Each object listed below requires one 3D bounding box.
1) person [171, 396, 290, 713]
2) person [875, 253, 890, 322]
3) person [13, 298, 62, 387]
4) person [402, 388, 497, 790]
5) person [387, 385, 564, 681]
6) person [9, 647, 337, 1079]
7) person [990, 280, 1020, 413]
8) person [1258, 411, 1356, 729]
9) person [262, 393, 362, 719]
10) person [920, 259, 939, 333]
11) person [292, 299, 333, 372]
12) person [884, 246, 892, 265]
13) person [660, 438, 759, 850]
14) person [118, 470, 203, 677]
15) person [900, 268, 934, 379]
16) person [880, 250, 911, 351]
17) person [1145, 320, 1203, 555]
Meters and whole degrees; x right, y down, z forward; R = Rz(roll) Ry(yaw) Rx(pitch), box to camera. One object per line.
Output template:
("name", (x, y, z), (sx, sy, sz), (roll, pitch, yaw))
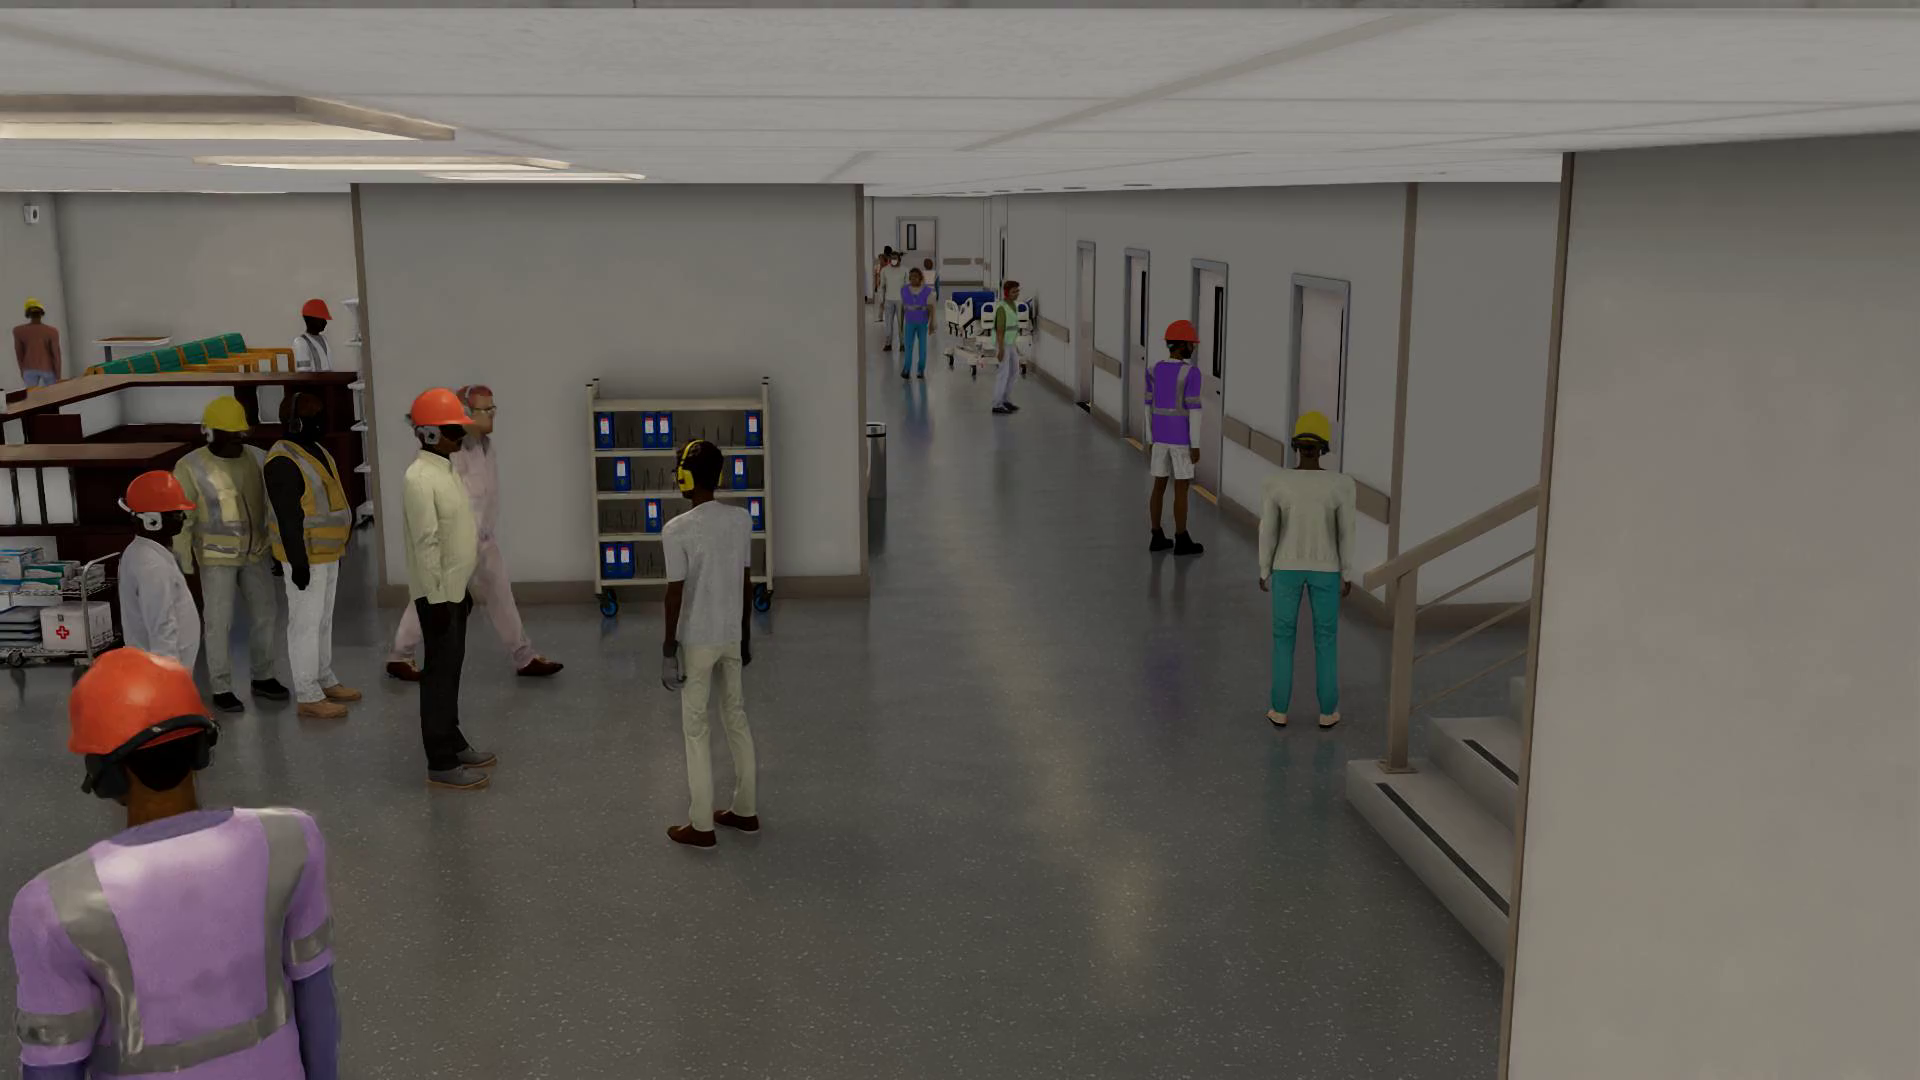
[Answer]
("person", (-4.172, 0.080, 9.516), (0.417, 1.819, 0.618), (8, 14, 35))
("person", (-1.822, -6.052, 39.926), (0.520, 1.636, 0.312), (7, 14, 31))
("person", (-11.223, -2.073, 20.286), (0.521, 1.779, 0.507), (-3, 12, -14))
("person", (-2.567, 0.240, 8.299), (0.376, 1.996, 0.612), (-1, 12, -7))
("person", (-3.025, -0.028, 10.047), (1.076, 1.832, 0.656), (2, 12, 11))
("person", (-1.605, 1.211, 3.476), (0.620, 2.029, 0.418), (-10, 15, -39))
("person", (0.635, -2.650, 22.843), (0.421, 1.824, 0.592), (5, 12, 21))
("person", (1.913, 0.168, 9.215), (0.527, 1.768, 0.331), (3, 12, 12))
("person", (-3.672, 0.082, 9.455), (0.429, 1.844, 0.627), (-1, 12, -5))
("person", (-0.693, -5.376, 36.645), (0.509, 1.629, 0.315), (-4, 12, -19))
("person", (-6.432, -1.449, 16.706), (0.361, 1.935, 0.544), (1, 12, 3))
("person", (-1.912, -7.006, 44.438), (0.321, 1.697, 0.529), (-1, 12, -5))
("person", (-1.142, 0.471, 7.523), (0.322, 1.858, 0.512), (10, 15, 41))
("person", (-3.482, 0.560, 7.327), (0.342, 1.751, 0.564), (-7, 13, -30))
("person", (-0.727, -3.504, 27.058), (0.598, 1.799, 0.925), (2, 12, 11))
("person", (-1.251, -4.635, 32.266), (0.630, 1.940, 0.372), (2, 12, 7))
("person", (1.781, -0.846, 13.757), (0.376, 1.934, 0.547), (-11, 16, -43))
